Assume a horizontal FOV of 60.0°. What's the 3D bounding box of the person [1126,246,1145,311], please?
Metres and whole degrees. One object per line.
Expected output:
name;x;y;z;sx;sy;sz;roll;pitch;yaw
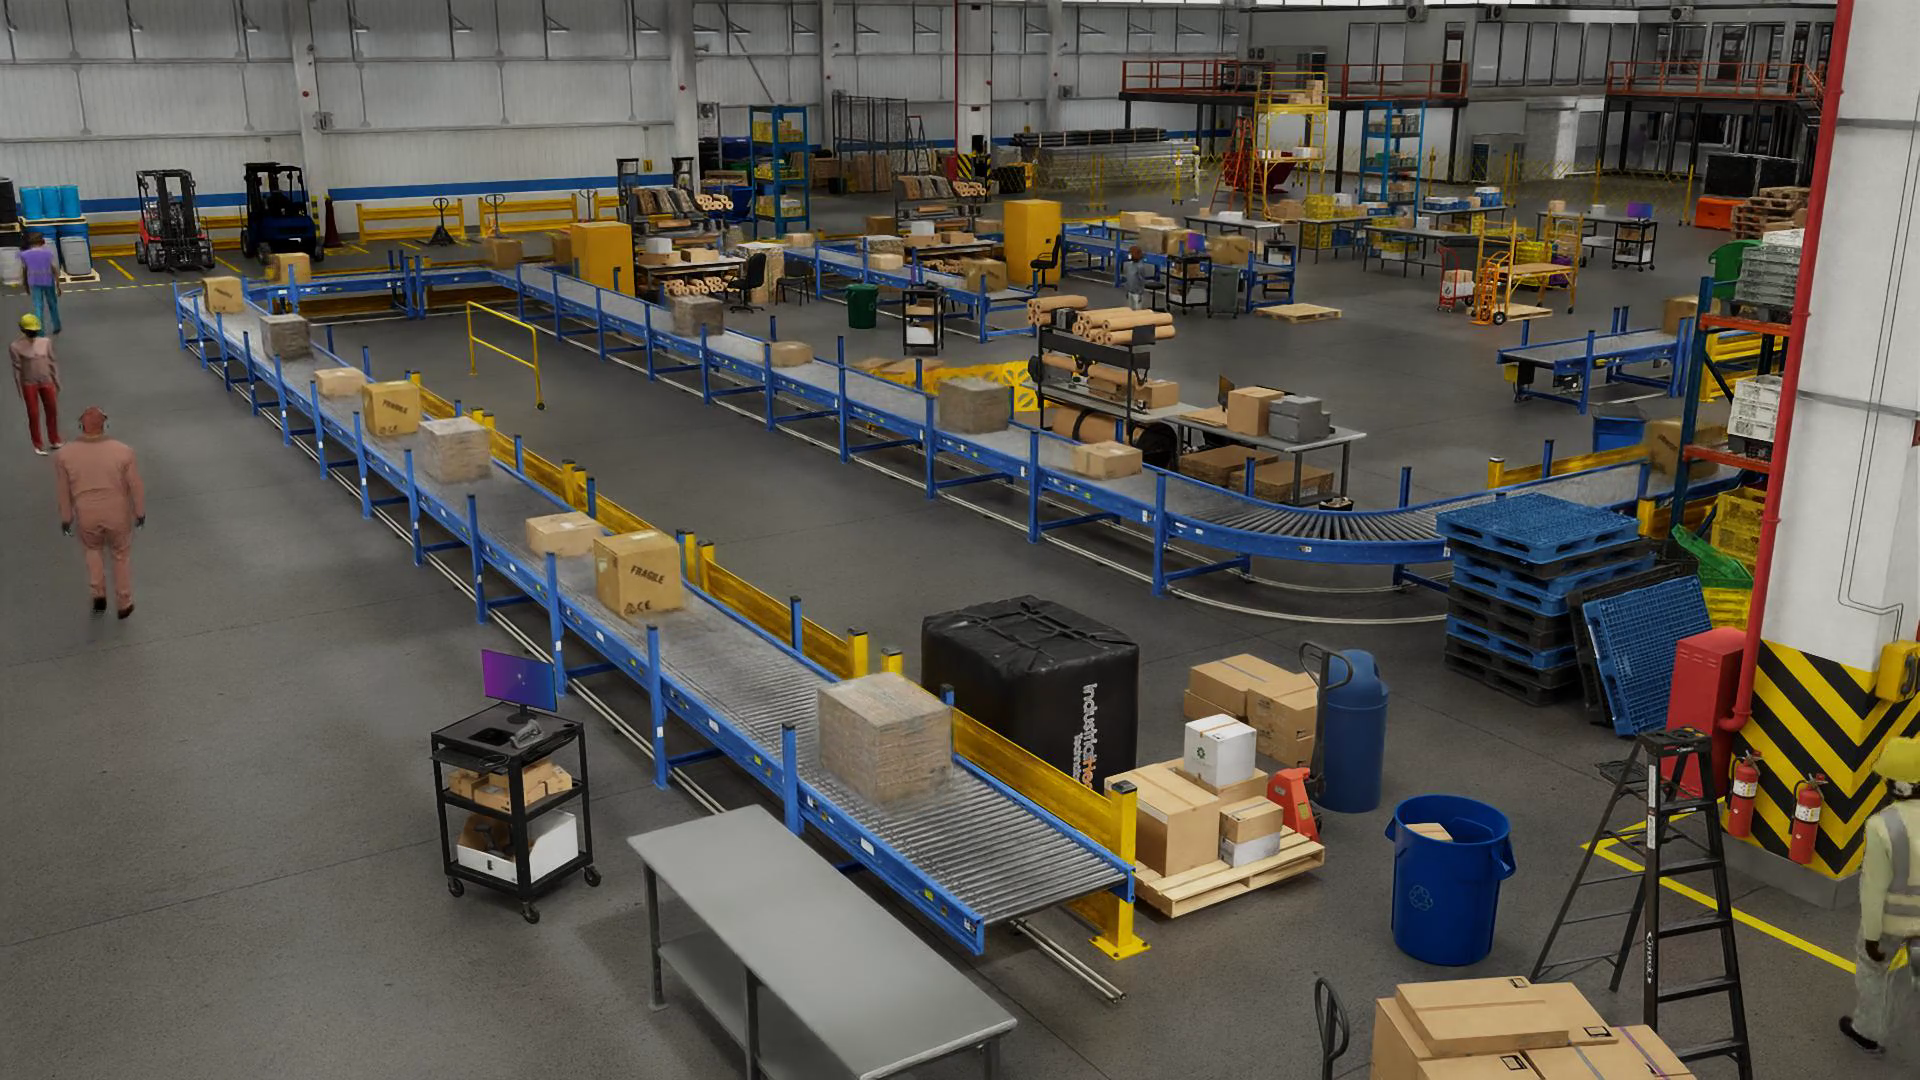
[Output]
person;2.968;-4.172;28.225;0.283;1.633;0.501;-7;18;-21

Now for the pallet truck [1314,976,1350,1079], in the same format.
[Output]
pallet truck;2.299;2.390;7.086;1.601;1.201;0.680;-2;17;-7

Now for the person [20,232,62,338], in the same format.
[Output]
person;-15.850;-4.400;28.710;0.578;1.802;0.986;-6;18;-18

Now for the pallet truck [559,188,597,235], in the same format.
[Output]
pallet truck;-10.010;-8.652;43.699;0.653;1.274;1.630;-10;20;-31

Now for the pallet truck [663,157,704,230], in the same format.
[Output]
pallet truck;-7.586;-9.308;44.692;0.823;1.965;1.885;-11;20;-33

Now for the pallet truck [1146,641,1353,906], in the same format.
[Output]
pallet truck;1.664;1.407;10.232;1.630;1.274;0.653;-10;20;-31

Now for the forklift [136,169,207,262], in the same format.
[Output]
forklift;-17.842;-7.318;37.559;1.157;1.987;2.680;-10;20;-31

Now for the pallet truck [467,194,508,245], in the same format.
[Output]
pallet truck;-11.983;-8.177;42.137;0.704;1.261;1.522;-11;20;-33

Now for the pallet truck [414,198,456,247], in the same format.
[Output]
pallet truck;-13.250;-8.060;41.856;0.680;1.201;1.601;-10;20;-31

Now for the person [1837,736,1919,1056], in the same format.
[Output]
person;4.610;1.820;8.021;0.602;1.790;0.814;0;17;-1

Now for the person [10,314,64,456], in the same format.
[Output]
person;-11.382;-1.924;20.554;0.359;1.747;0.536;12;20;34

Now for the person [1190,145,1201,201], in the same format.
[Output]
person;7.516;-11.712;53.125;0.289;1.746;0.488;4;17;14

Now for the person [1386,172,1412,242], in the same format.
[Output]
person;11.042;-8.346;41.682;0.976;1.895;0.559;-8;19;-26

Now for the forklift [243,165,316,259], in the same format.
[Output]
forklift;-15.898;-7.669;38.708;1.157;1.987;2.680;-11;20;-33

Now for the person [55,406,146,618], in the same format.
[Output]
person;-7.566;-0.244;14.711;0.687;1.888;0.457;-6;18;-18

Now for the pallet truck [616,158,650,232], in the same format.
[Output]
pallet truck;-8.918;-9.176;44.255;0.823;1.965;1.885;-9;19;-27
